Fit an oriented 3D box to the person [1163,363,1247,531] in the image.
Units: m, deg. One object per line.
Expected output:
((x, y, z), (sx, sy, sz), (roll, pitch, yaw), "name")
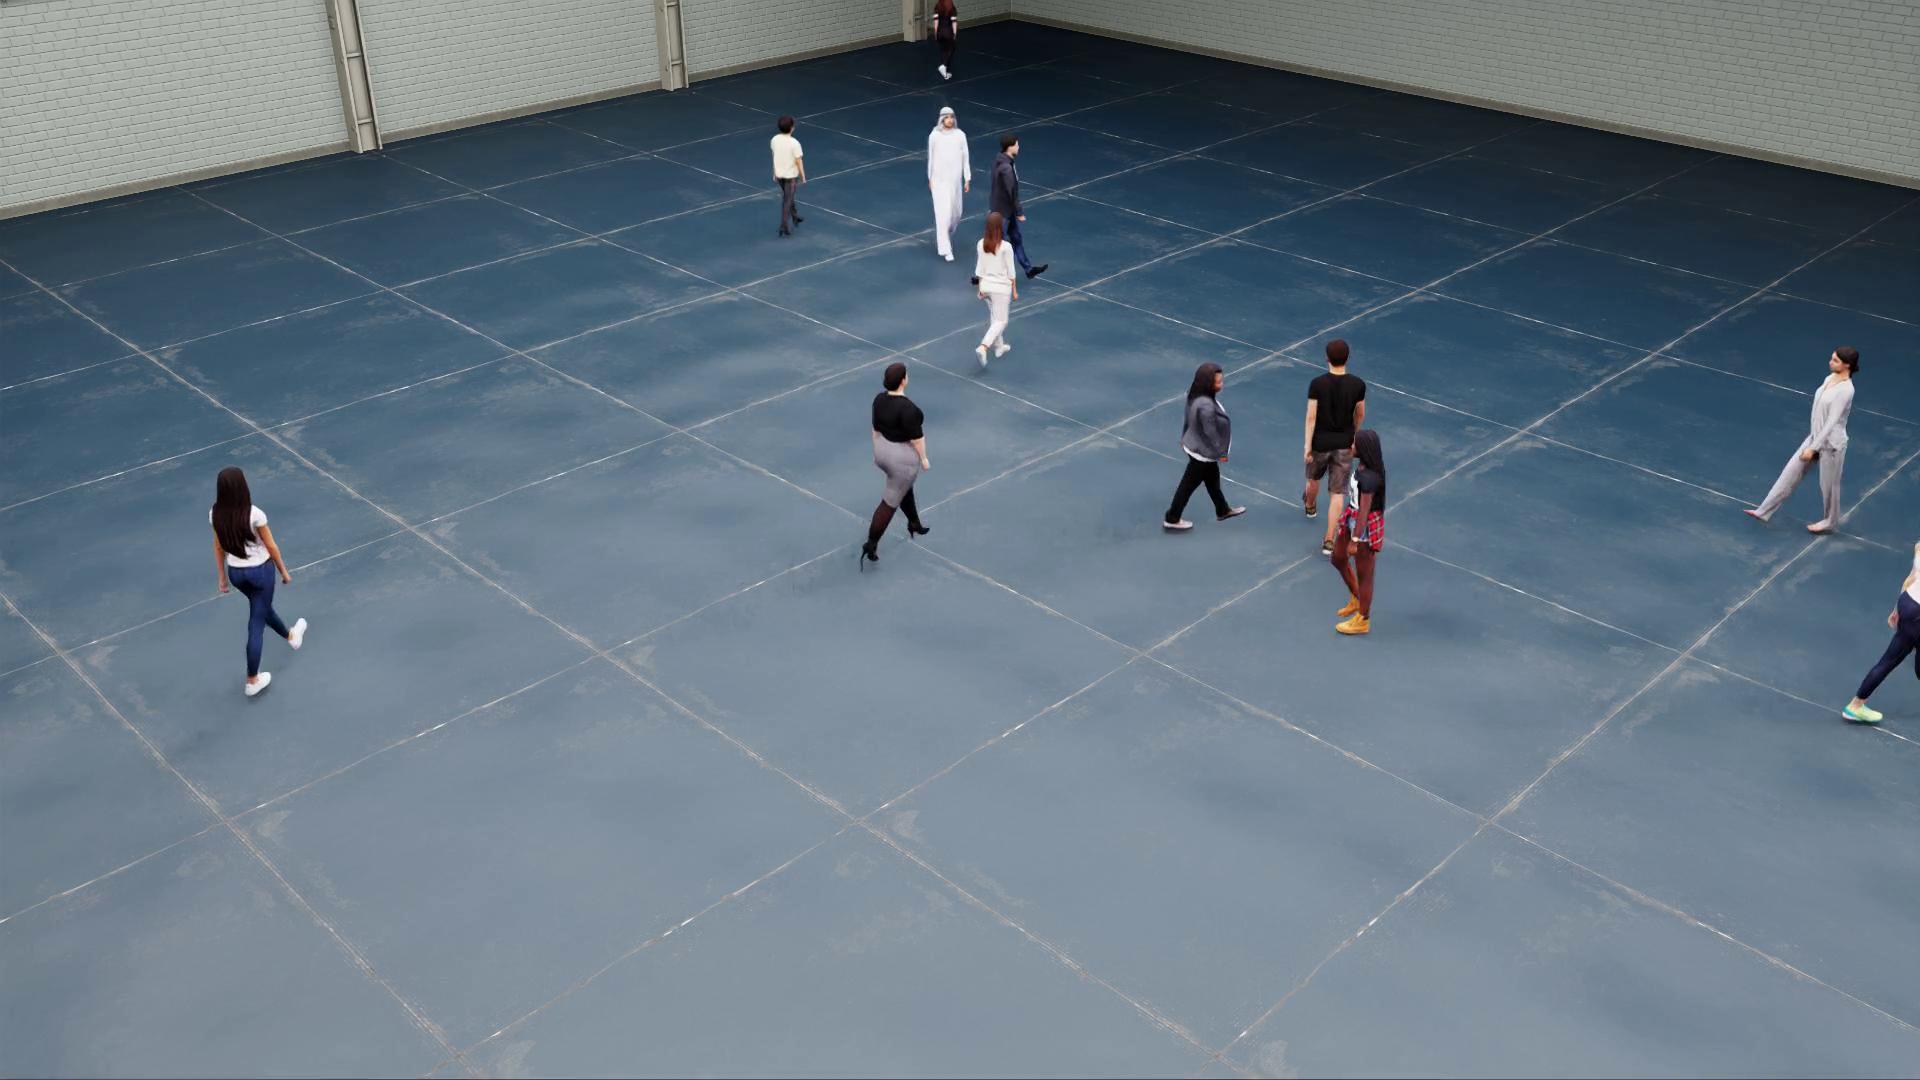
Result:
((2.020, -0.773, 14.493), (1.108, 1.561, 1.030), (-1, 28, -3), "person")

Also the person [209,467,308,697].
((-5.250, 0.339, 12.227), (0.988, 1.729, 1.181), (6, 29, 11), "person")

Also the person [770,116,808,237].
((-2.335, -4.798, 22.046), (0.724, 1.565, 0.929), (16, 32, 27), "person")

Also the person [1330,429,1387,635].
((3.223, -0.065, 12.993), (0.795, 1.720, 0.734), (-2, 28, -4), "person")

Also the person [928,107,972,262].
((-0.173, -4.615, 21.353), (1.230, 1.894, 1.175), (-6, 29, -11), "person")

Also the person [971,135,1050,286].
((0.431, -3.927, 20.136), (1.311, 1.824, 1.147), (-4, 28, -8), "person")

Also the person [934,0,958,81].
((-0.291, -9.157, 30.164), (0.779, 1.629, 0.900), (11, 30, 19), "person")

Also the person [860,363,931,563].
((-0.594, -0.610, 14.017), (1.125, 1.720, 0.705), (-22, 35, -35), "person")

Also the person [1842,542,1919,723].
((6.695, 0.587, 11.830), (1.099, 1.662, 1.085), (3, 28, 5), "person")

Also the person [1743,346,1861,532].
((7.596, -0.829, 14.410), (1.082, 1.737, 1.041), (1, 28, 1), "person")

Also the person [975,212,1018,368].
((0.366, -2.684, 17.969), (0.692, 1.667, 1.029), (18, 33, 31), "person")

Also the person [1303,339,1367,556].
((3.187, -0.747, 14.190), (1.123, 1.800, 1.299), (4, 28, 8), "person")
